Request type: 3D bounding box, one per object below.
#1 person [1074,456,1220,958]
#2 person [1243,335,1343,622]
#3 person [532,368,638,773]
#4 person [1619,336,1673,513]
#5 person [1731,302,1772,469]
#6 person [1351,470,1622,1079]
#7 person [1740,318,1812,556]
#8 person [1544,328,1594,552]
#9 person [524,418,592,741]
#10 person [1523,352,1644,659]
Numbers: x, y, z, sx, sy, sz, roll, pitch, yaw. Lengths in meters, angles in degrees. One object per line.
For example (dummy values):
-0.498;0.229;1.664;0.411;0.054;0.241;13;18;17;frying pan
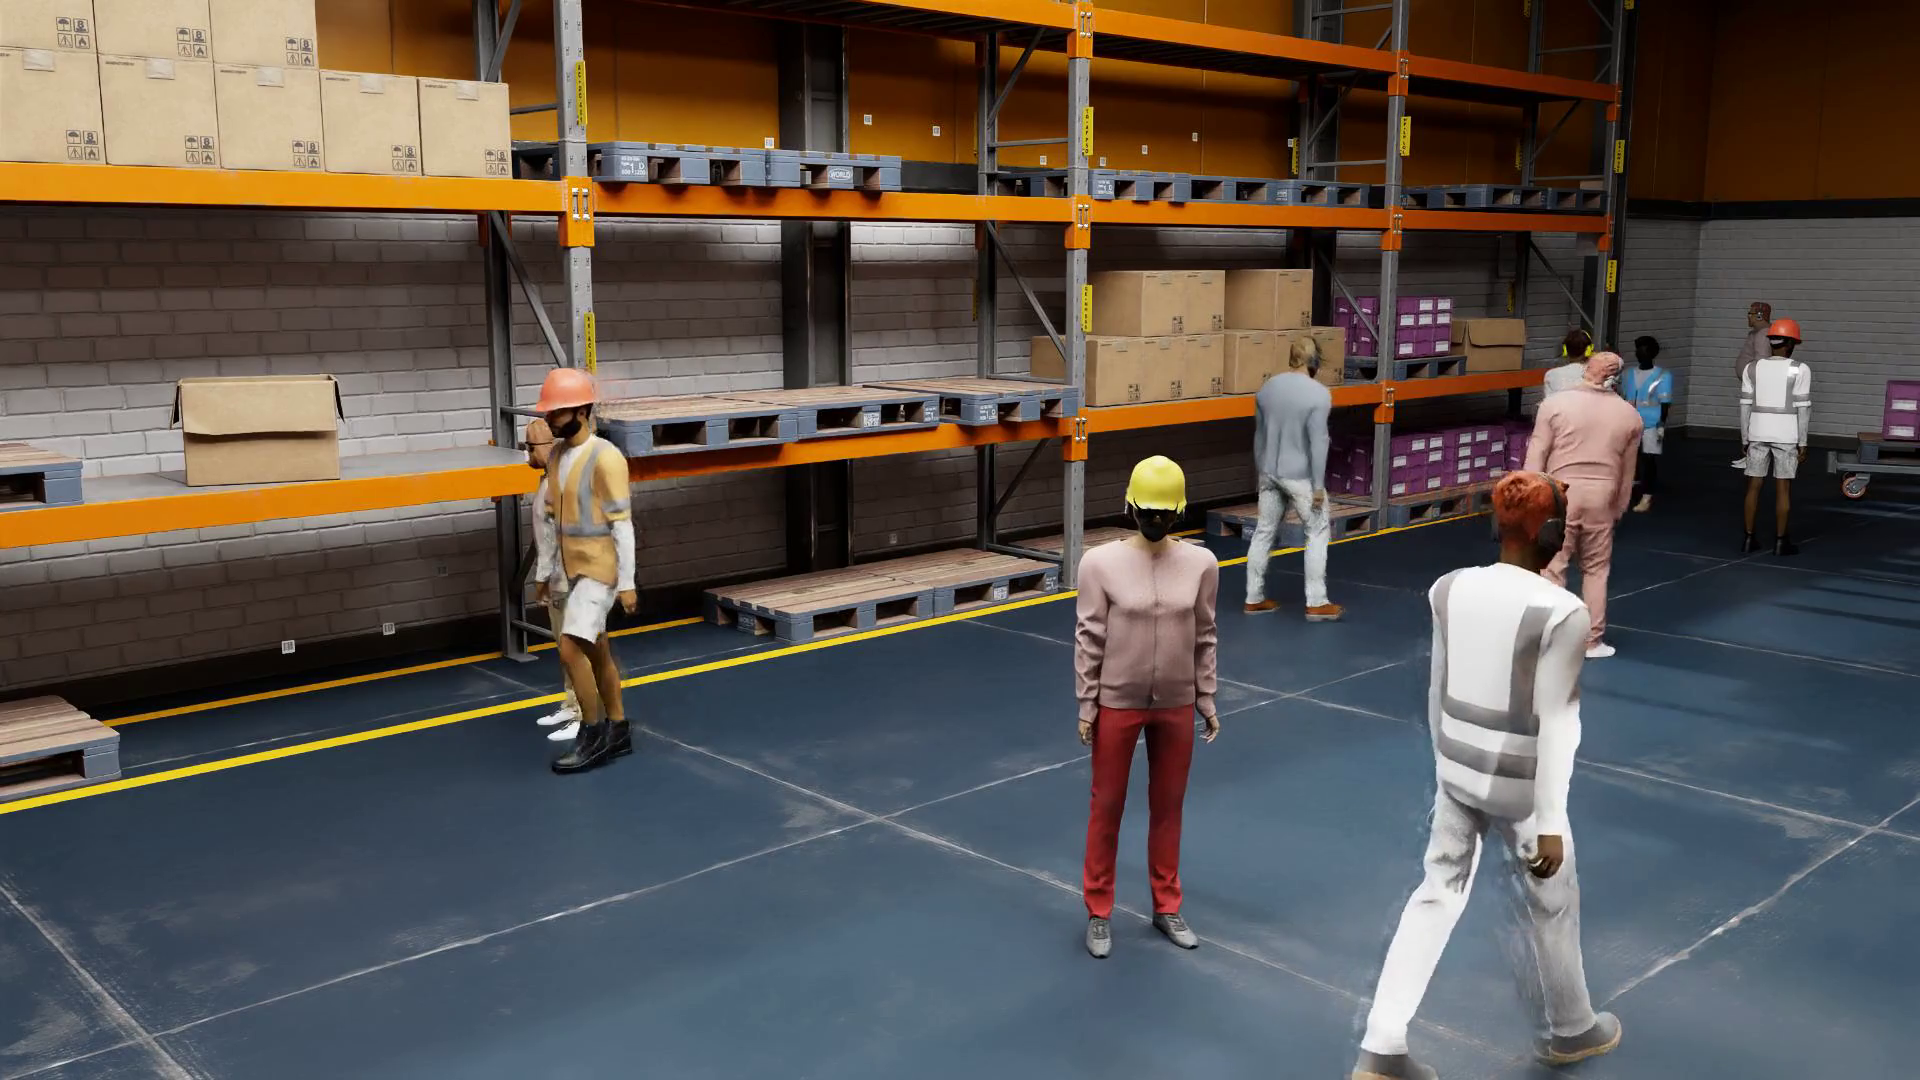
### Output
0.655;0.578;5.787;0.524;1.759;0.328;-2;10;-12;person
2.219;-0.418;11.185;0.453;1.913;0.652;-8;13;-39;person
-1.811;0.152;7.823;0.647;1.909;0.580;-8;13;-40;person
6.387;-1.076;15.666;0.567;1.677;0.553;-8;12;-39;person
9.113;-1.770;19.096;0.410;1.909;0.643;5;11;27;person
1.551;0.707;4.844;1.003;1.834;0.584;-6;11;-32;person
6.649;-0.837;13.570;0.375;1.927;0.543;-9;13;-43;person
4.944;-0.779;13.444;0.535;1.855;0.625;7;12;37;person
-2.038;0.193;8.439;0.284;1.625;0.492;-4;10;-22;person
3.667;-0.201;10.054;0.786;1.865;0.398;0;10;-2;person
